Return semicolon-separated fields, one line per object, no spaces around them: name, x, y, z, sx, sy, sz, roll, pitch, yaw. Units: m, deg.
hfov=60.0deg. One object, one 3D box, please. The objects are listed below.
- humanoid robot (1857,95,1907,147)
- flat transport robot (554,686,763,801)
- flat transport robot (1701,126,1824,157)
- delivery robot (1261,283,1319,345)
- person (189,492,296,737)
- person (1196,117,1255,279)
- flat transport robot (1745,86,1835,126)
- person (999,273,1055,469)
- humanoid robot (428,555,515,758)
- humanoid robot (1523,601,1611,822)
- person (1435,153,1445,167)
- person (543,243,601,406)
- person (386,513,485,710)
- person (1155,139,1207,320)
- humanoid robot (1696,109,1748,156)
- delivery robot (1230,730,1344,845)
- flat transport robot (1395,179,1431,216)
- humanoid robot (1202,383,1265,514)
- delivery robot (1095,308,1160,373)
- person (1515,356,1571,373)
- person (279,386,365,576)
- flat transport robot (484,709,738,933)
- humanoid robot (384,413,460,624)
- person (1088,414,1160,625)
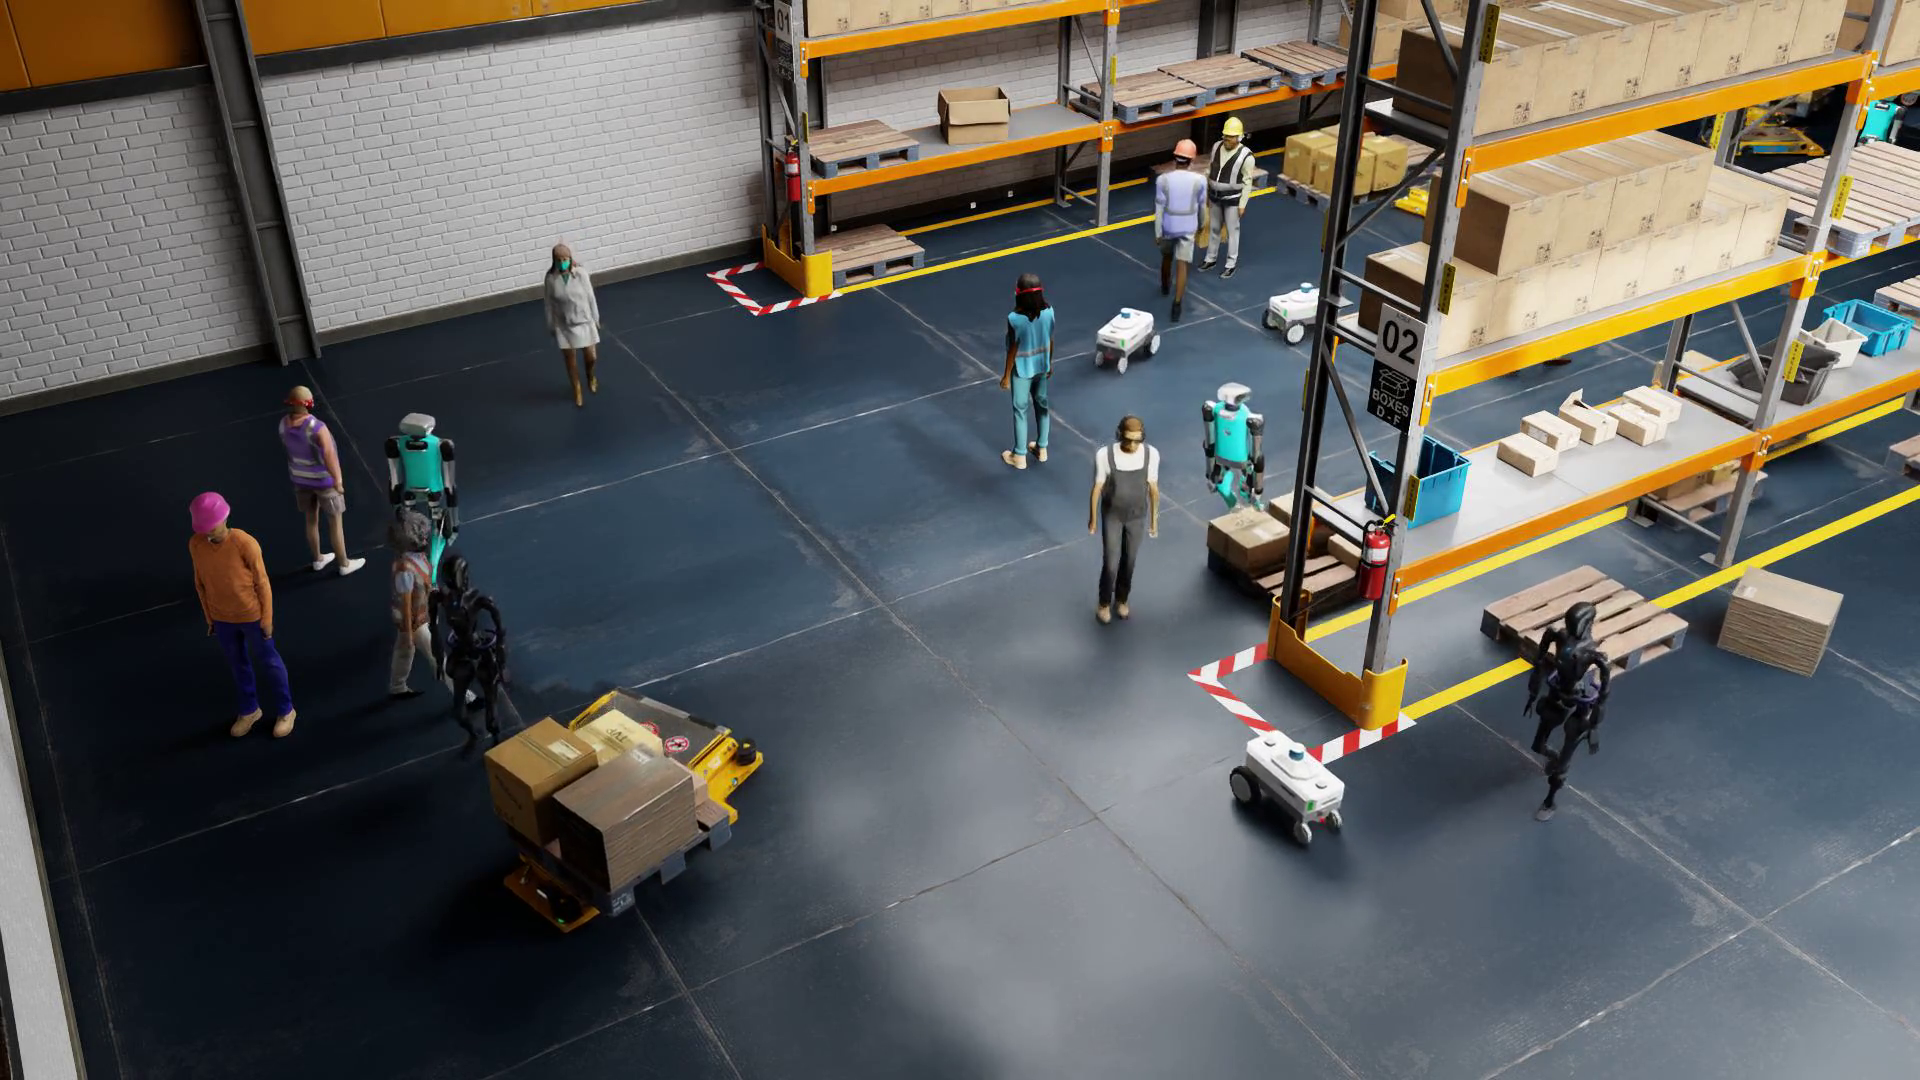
humanoid robot;10.722;-4.468;19.737;0.530;1.690;0.747;21;38;29
flat transport robot;-2.166;1.462;11.752;1.431;0.231;0.659;17;36;25
flat transport robot;10.994;-5.457;22.787;1.431;0.231;0.659;0;32;0
delivery robot;3.646;-2.440;17.698;0.789;0.587;0.499;-13;34;-19
person;-5.053;0.518;11.650;0.506;1.982;0.379;2;32;3
person;2.994;-3.871;18.782;0.589;1.837;0.404;26;40;35
flat transport robot;11.733;-6.222;24.006;0.659;0.231;1.431;27;41;36
person;0.618;-1.520;15.005;0.529;1.866;0.390;-18;36;-26
humanoid robot;-3.349;0.833;11.433;0.583;1.656;0.335;5;32;7
humanoid robot;4.084;1.086;11.046;0.597;1.637;0.594;-23;39;-32
person;6.475;-5.810;21.875;0.376;1.838;0.560;22;38;31
person;-3.742;-2.073;16.081;0.517;1.647;0.380;-5;32;-8
person;-3.843;0.527;11.941;0.844;1.629;0.533;-3;32;-4
person;2.379;-3.404;18.010;0.552;1.875;1.000;6;33;9
humanoid robot;9.673;-5.165;21.064;0.758;1.633;0.614;-21;38;-30
delivery robot;2.229;1.624;11.241;0.499;0.612;0.796;-18;36;-26
flat transport robot;6.225;-4.385;21.076;1.431;0.231;0.659;-25;40;-34
humanoid robot;2.312;-0.493;13.598;0.543;1.889;0.780;22;38;31
delivery robot;1.714;-2.103;17.185;0.499;0.612;0.796;19;37;27
person;5.932;-2.528;16.622;0.799;1.853;0.563;-9;33;-14
person;-5.222;-0.473;13.502;0.475;1.686;0.344;11;34;17
flat transport robot;-2.212;1.989;10.912;0.659;0.231;1.431;25;40;34
humanoid robot;-4.128;-0.035;12.748;0.550;1.737;0.892;1;32;1
person;1.277;-0.152;12.856;0.526;1.826;0.523;-6;33;-9
